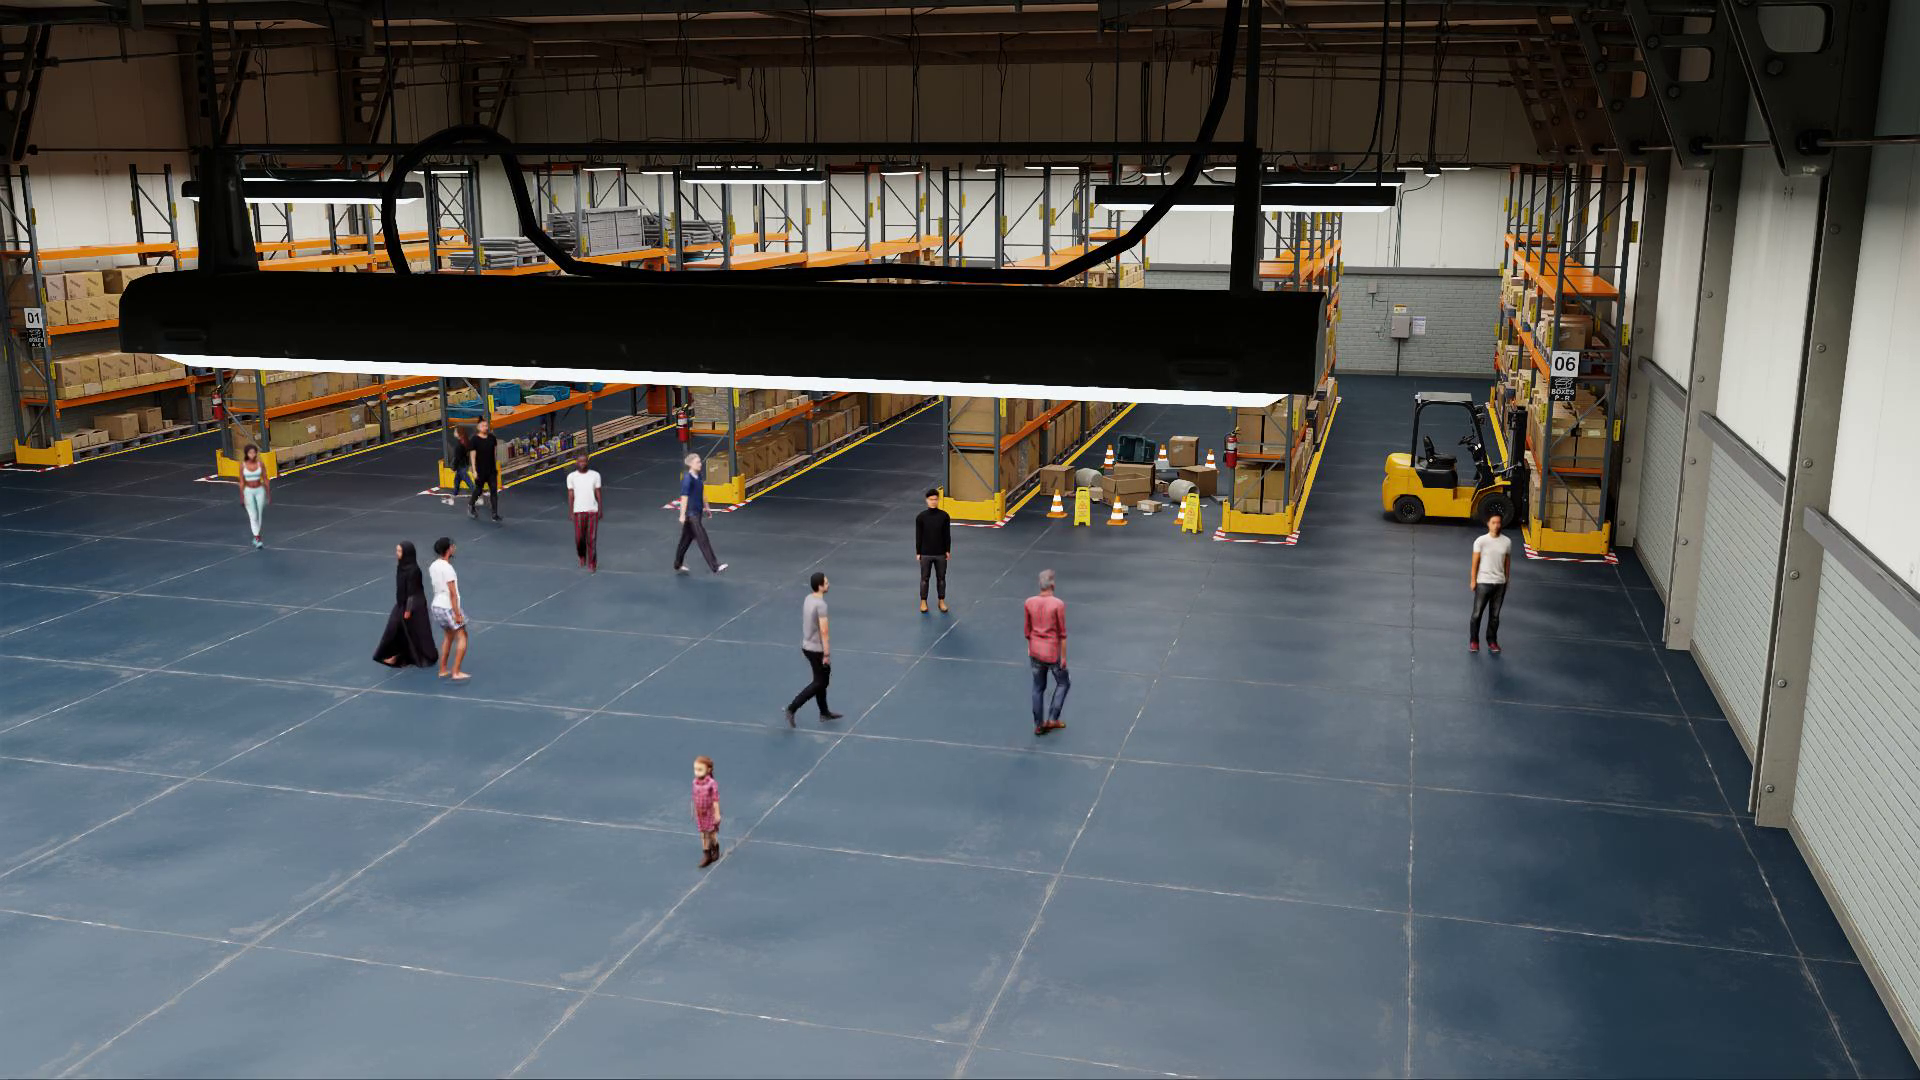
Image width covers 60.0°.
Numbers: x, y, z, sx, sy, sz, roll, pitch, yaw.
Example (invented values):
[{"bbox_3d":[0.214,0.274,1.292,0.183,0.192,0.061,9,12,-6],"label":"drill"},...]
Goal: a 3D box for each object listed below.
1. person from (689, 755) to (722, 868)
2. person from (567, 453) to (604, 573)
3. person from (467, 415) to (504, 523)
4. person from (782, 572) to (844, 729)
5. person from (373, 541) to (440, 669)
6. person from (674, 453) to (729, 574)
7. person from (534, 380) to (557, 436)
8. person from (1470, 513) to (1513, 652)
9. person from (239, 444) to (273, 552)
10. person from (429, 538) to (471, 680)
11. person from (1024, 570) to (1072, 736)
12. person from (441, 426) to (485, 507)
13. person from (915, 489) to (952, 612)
[{"bbox_3d":[-2.235,2.399,14.831,0.468,1.014,0.520,6,14,24],"label":"person"},{"bbox_3d":[-5.672,-0.431,25.263,0.806,1.822,0.851,-3,13,-12],"label":"person"},{"bbox_3d":[-8.256,-1.229,28.705,1.213,1.824,1.134,-12,18,-42],"label":"person"},{"bbox_3d":[-1.656,1.226,18.306,1.085,1.732,1.039,-7,15,-28],"label":"person"},{"bbox_3d":[-6.684,0.786,20.485,1.129,1.607,0.973,-11,17,-40],"label":"person"},{"bbox_3d":[-4.101,-0.367,24.990,0.732,1.820,1.094,4,14,16],"label":"person"},{"bbox_3d":[-9.338,-3.166,37.275,0.711,1.732,0.838,4,14,18],"label":"person"},{"bbox_3d":[6.751,0.528,21.165,0.702,1.803,0.639,0,13,-2],"label":"person"},{"bbox_3d":[-11.313,-0.680,26.659,1.080,1.677,1.127,-8,15,-30],"label":"person"},{"bbox_3d":[-6.169,0.854,19.979,0.787,1.702,0.790,-7,15,-29],"label":"person"},{"bbox_3d":[0.898,1.242,18.045,0.795,1.818,0.761,8,15,32],"label":"person"},{"bbox_3d":[-8.851,-1.293,29.826,0.888,1.443,1.005,-2,13,-8],"label":"person"},{"bbox_3d":[-0.374,0.132,23.056,0.700,1.720,0.648,-1,13,-5],"label":"person"}]
